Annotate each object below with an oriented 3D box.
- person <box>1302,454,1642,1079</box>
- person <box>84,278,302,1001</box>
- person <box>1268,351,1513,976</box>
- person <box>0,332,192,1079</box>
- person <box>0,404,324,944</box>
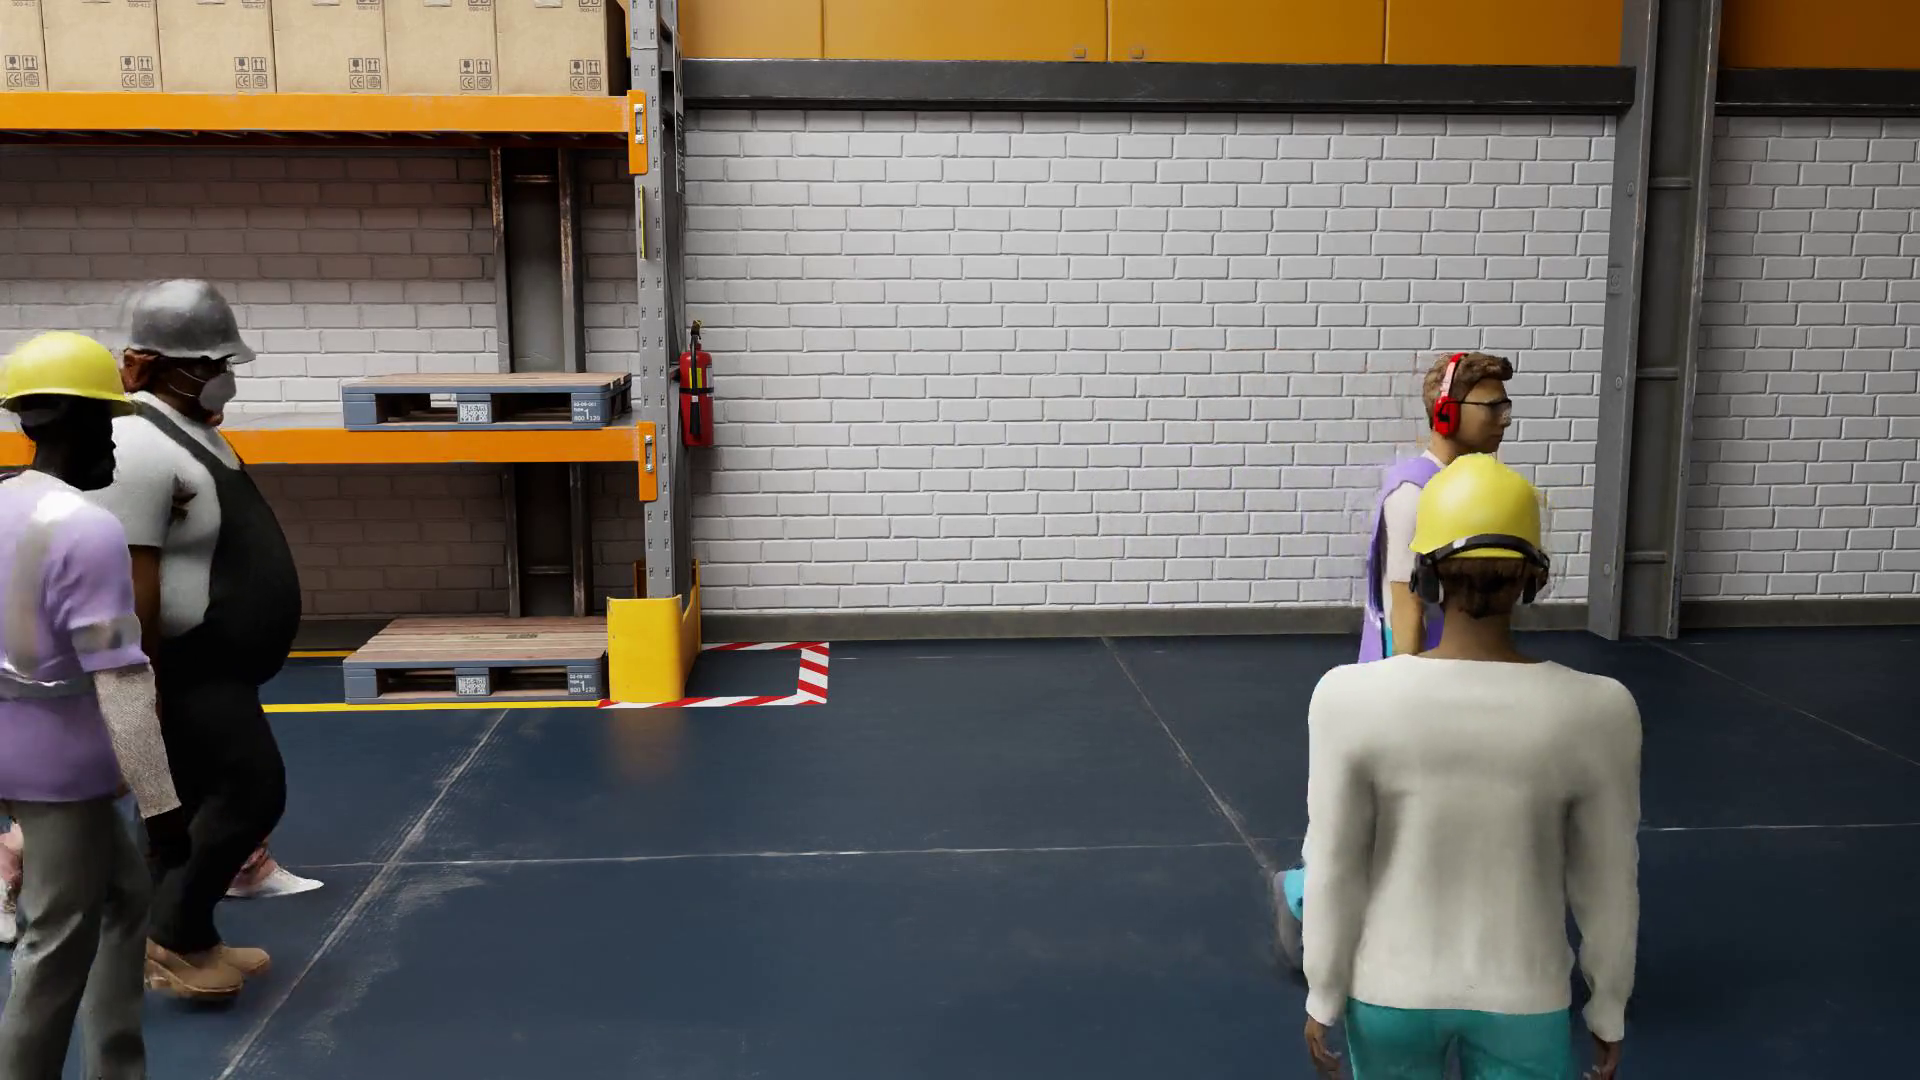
[{"bbox_3d":[0.810,0.738,2.664,0.530,1.744,0.746,2,9,11],"label":"person"},{"bbox_3d":[-2.076,0.290,4.539,0.537,2.000,0.759,-3,9,-18],"label":"person"},{"bbox_3d":[1.252,0.400,4.512,0.697,1.831,0.578,7,12,38],"label":"person"},{"bbox_3d":[-1.999,0.499,3.680,0.686,1.893,0.549,8,12,41],"label":"person"},{"bbox_3d":[-2.574,0.293,5.167,0.956,1.868,0.658,-3,9,-17],"label":"person"}]
